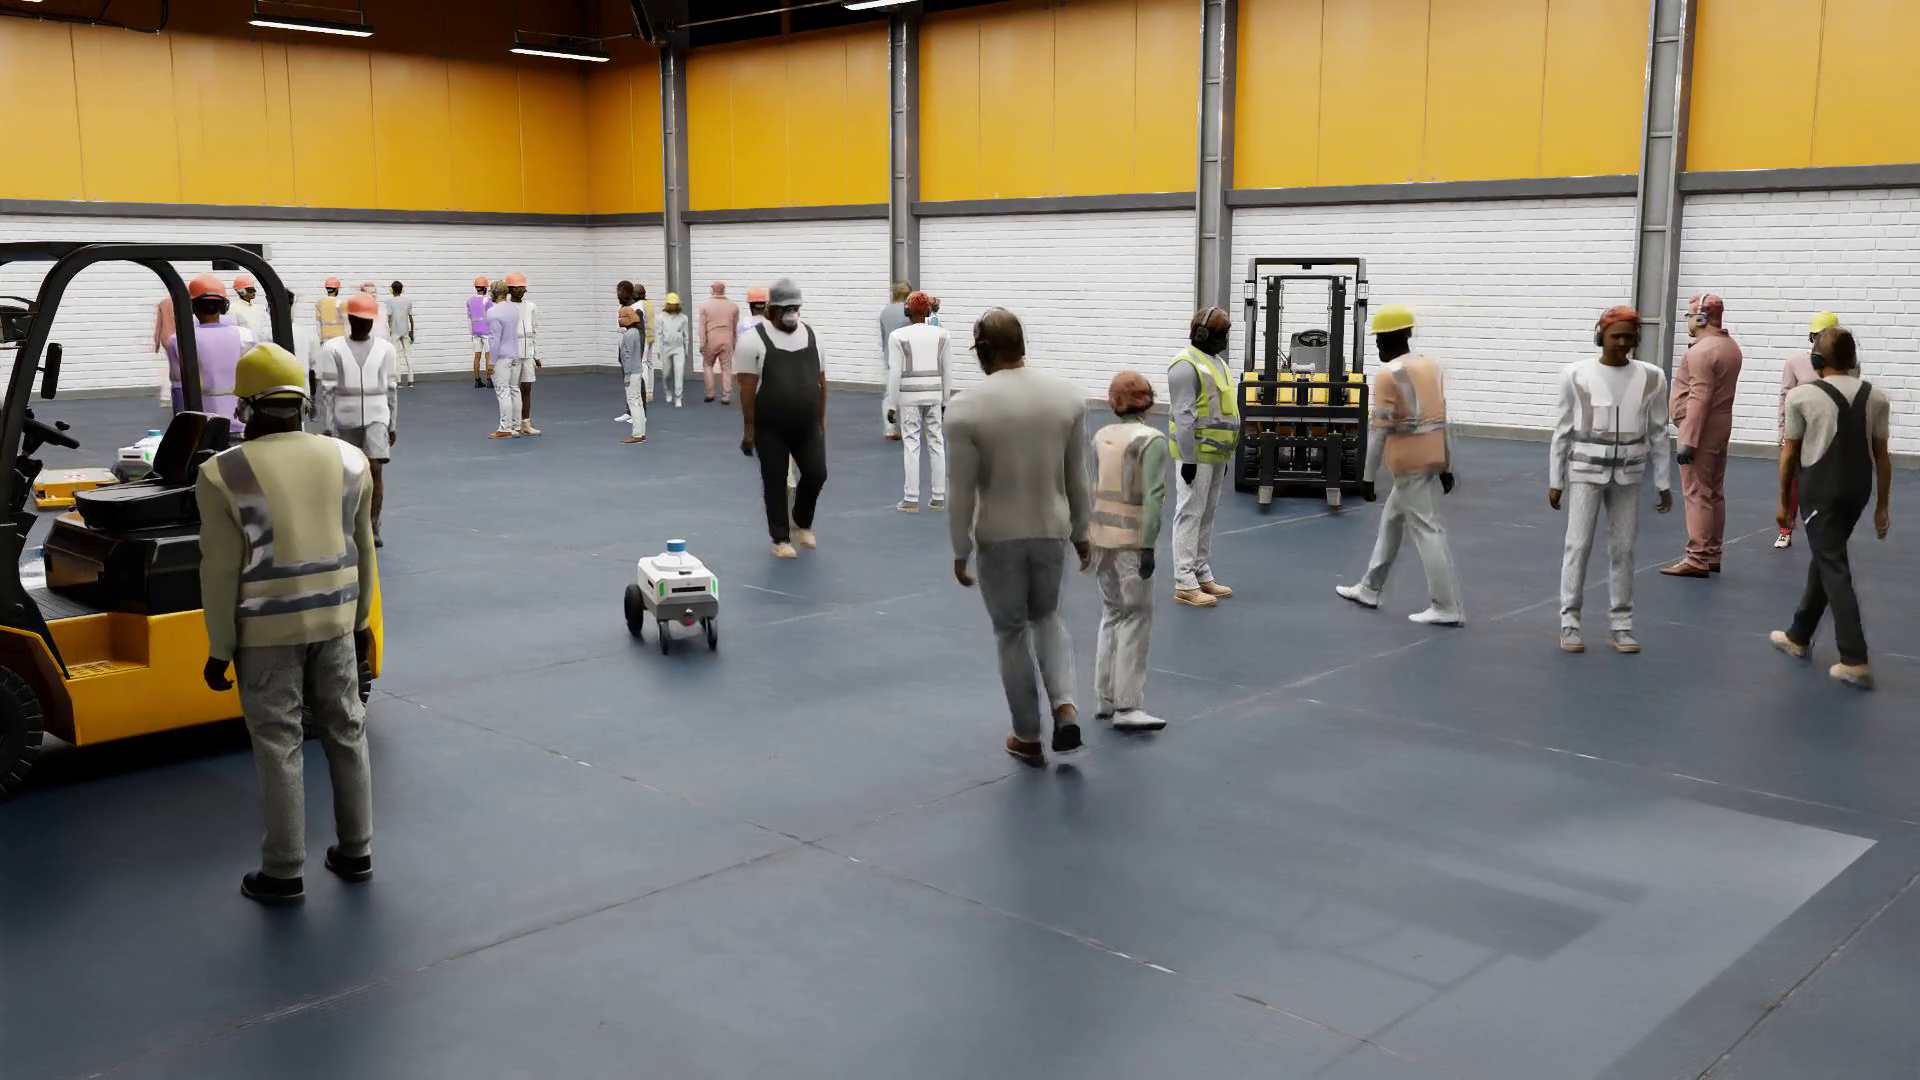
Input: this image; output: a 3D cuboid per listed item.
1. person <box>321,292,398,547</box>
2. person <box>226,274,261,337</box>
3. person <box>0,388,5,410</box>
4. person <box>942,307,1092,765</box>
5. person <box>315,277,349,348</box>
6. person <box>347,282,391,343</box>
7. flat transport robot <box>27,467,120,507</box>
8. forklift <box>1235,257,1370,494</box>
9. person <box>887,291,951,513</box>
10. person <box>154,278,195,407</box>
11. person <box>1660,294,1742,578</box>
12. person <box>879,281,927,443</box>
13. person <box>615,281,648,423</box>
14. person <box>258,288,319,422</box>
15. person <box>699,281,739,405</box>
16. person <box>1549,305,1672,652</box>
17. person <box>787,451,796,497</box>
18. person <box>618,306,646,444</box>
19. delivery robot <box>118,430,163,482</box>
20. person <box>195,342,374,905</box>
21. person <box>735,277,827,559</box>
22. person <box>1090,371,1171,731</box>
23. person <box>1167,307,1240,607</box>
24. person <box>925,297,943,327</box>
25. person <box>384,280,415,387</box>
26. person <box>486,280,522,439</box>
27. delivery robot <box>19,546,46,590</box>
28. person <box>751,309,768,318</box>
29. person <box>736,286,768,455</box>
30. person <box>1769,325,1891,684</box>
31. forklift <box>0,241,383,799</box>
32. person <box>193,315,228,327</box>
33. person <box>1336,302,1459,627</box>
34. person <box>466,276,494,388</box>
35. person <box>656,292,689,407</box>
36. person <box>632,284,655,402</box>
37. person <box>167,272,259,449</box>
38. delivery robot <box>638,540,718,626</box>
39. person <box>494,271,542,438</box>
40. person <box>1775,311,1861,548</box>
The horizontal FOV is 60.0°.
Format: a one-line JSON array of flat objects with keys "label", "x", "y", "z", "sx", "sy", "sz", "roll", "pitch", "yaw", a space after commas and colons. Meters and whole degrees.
[{"label": "person", "x": -4.540, "y": -0.927, "z": 12.617, "sx": 0.552, "sy": 1.910, "sz": 0.920, "roll": -4, "pitch": 10, "yaw": -22}, {"label": "person", "x": -9.114, "y": -2.389, "z": 21.291, "sx": 0.369, "sy": 1.996, "sz": 0.622, "roll": 2, "pitch": 9, "yaw": 11}, {"label": "person", "x": -12.385, "y": -2.264, "z": 21.007, "sx": 0.562, "sy": 1.835, "sz": 0.615, "roll": -4, "pitch": 10, "yaw": -22}, {"label": "person", "x": 0.234, "y": -0.002, "z": 6.905, "sx": 0.660, "sy": 1.915, "sz": 0.442, "roll": -4, "pitch": 10, "yaw": -21}, {"label": "person", "x": -10.220, "y": -3.320, "z": 27.180, "sx": 0.548, "sy": 1.936, "sz": 0.378, "roll": 1, "pitch": 9, "yaw": 6}, {"label": "person", "x": -7.993, "y": -2.569, "z": 22.718, "sx": 0.487, "sy": 1.891, "sz": 0.686, "roll": 6, "pitch": 11, "yaw": 31}, {"label": "flat transport robot", "x": -7.949, "y": -0.485, "z": 14.898, "sx": 0.652, "sy": 0.197, "sz": 1.431, "roll": -6, "pitch": 11, "yaw": -32}, {"label": "forklift", "x": 3.309, "y": -1.629, "z": 16.029, "sx": 1.214, "sy": 2.155, "sz": 2.313, "roll": 2, "pitch": 9, "yaw": 11}, {"label": "person", "x": -0.345, "y": -1.171, "z": 14.175, "sx": 0.574, "sy": 1.883, "sz": 0.360, "roll": -4, "pitch": 10, "yaw": -22}, {"label": "person", "x": -11.827, "y": -2.998, "z": 25.226, "sx": 0.646, "sy": 1.927, "sz": 1.035, "roll": 3, "pitch": 10, "yaw": 18}, {"label": "person", "x": 4.988, "y": -0.701, "z": 11.230, "sx": 0.402, "sy": 1.904, "sz": 0.652, "roll": 8, "pitch": 12, "yaw": 41}, {"label": "person", "x": -0.642, "y": -2.124, "z": 19.903, "sx": 0.656, "sy": 1.914, "sz": 0.712, "roll": 7, "pitch": 12, "yaw": 38}, {"label": "person", "x": -4.435, "y": -2.539, "z": 22.479, "sx": 0.389, "sy": 1.911, "sz": 0.590, "roll": -7, "pitch": 12, "yaw": -37}, {"label": "person", "x": -5.865, "y": -1.251, "z": 14.567, "sx": 0.985, "sy": 1.927, "sz": 0.618, "roll": 3, "pitch": 10, "yaw": 15}, {"label": "person", "x": -3.725, "y": -3.021, "z": 25.544, "sx": 0.657, "sy": 1.879, "sz": 0.736, "roll": -4, "pitch": 10, "yaw": -23}, {"label": "person", "x": 3.506, "y": -0.325, "z": 9.004, "sx": 0.597, "sy": 1.879, "sz": 0.358, "roll": 1, "pitch": 9, "yaw": 5}, {"label": "person", "x": -1.634, "y": -1.208, "z": 15.279, "sx": 0.509, "sy": 1.610, "sz": 0.671, "roll": -7, "pitch": 12, "yaw": -37}, {"label": "person", "x": -3.915, "y": -1.962, "z": 19.809, "sx": 0.278, "sy": 1.626, "sz": 0.501, "roll": 0, "pitch": 9, "yaw": -1}, {"label": "delivery robot", "x": -7.549, "y": -0.791, "z": 15.610, "sx": 0.477, "sy": 0.478, "sz": 0.707, "roll": 2, "pitch": 10, "yaw": 9}, {"label": "person", "x": -2.203, "y": 0.275, "z": 5.458, "sx": 0.404, "sy": 1.834, "sz": 0.591, "roll": 8, "pitch": 12, "yaw": 40}, {"label": "person", "x": -1.243, "y": -0.877, "z": 11.892, "sx": 0.691, "sy": 2.000, "sz": 0.536, "roll": -4, "pitch": 10, "yaw": -25}, {"label": "person", "x": 0.772, "y": 0.043, "z": 7.573, "sx": 0.397, "sy": 1.605, "sz": 0.644, "roll": -5, "pitch": 10, "yaw": -27}, {"label": "person", "x": 1.518, "y": -0.519, "z": 10.327, "sx": 0.429, "sy": 1.838, "sz": 0.622, "roll": 5, "pitch": 10, "yaw": 27}, {"label": "person", "x": -0.429, "y": -2.910, "z": 25.592, "sx": 0.309, "sy": 1.637, "sz": 0.513, "roll": -3, "pitch": 10, "yaw": -17}, {"label": "person", "x": -9.832, "y": -3.609, "z": 29.168, "sx": 0.535, "sy": 1.868, "sz": 0.309, "roll": -7, "pitch": 12, "yaw": -38}, {"label": "person", "x": -5.588, "y": -2.195, "z": 20.295, "sx": 0.398, "sy": 1.937, "sz": 0.637, "roll": 2, "pitch": 10, "yaw": 13}, {"label": "delivery robot", "x": -4.967, "y": 0.270, "z": 9.115, "sx": 0.477, "sy": 0.478, "sz": 0.707, "roll": 7, "pitch": 12, "yaw": 37}, {"label": "person", "x": -2.376, "y": -1.947, "z": 19.731, "sx": 0.348, "sy": 1.622, "sz": 0.535, "roll": -5, "pitch": 10, "yaw": -27}, {"label": "person", "x": -2.171, "y": -1.813, "z": 18.140, "sx": 0.559, "sy": 1.880, "sz": 1.017, "roll": -3, "pitch": 10, "yaw": -19}, {"label": "person", "x": 4.482, "y": -0.194, "z": 8.516, "sx": 0.497, "sy": 1.794, "sz": 0.941, "roll": -1, "pitch": 9, "yaw": -5}, {"label": "forklift", "x": -3.706, "y": -0.171, "z": 7.093, "sx": 1.214, "sy": 2.155, "sz": 2.313, "roll": 9, "pitch": 13, "yaw": 43}, {"label": "person", "x": -8.706, "y": -1.992, "z": 19.383, "sx": 0.526, "sy": 1.831, "sz": 0.579, "roll": 3, "pitch": 10, "yaw": 19}, {"label": "person", "x": 2.585, "y": -0.455, "z": 9.831, "sx": 0.982, "sy": 1.863, "sz": 0.598, "roll": 9, "pitch": 13, "yaw": 43}, {"label": "person", "x": -8.294, "y": -3.609, "z": 28.952, "sx": 0.544, "sy": 1.938, "sz": 0.355, "roll": 3, "pitch": 10, "yaw": 19}, {"label": "person", "x": -4.352, "y": -2.891, "z": 25.215, "sx": 0.492, "sy": 1.724, "sz": 0.720, "roll": -1, "pitch": 9, "yaw": -8}, {"label": "person", "x": -4.968, "y": -3.054, "z": 25.867, "sx": 0.430, "sy": 1.839, "sz": 0.619, "roll": 2, "pitch": 9, "yaw": 10}, {"label": "person", "x": -4.992, "y": -0.764, "z": 11.183, "sx": 0.605, "sy": 2.045, "sz": 0.381, "roll": -9, "pitch": 13, "yaw": -43}, {"label": "delivery robot", "x": -1.579, "y": 0.243, "z": 9.280, "sx": 0.477, "sy": 0.478, "sz": 0.707, "roll": -3, "pitch": 10, "yaw": -20}, {"label": "person", "x": -5.426, "y": -2.280, "z": 20.482, "sx": 0.374, "sy": 2.042, "sz": 0.615, "roll": 8, "pitch": 12, "yaw": 40}, {"label": "person", "x": 6.310, "y": -0.800, "z": 12.260, "sx": 0.525, "sy": 1.769, "sz": 0.312, "roll": 4, "pitch": 10, "yaw": 24}]
